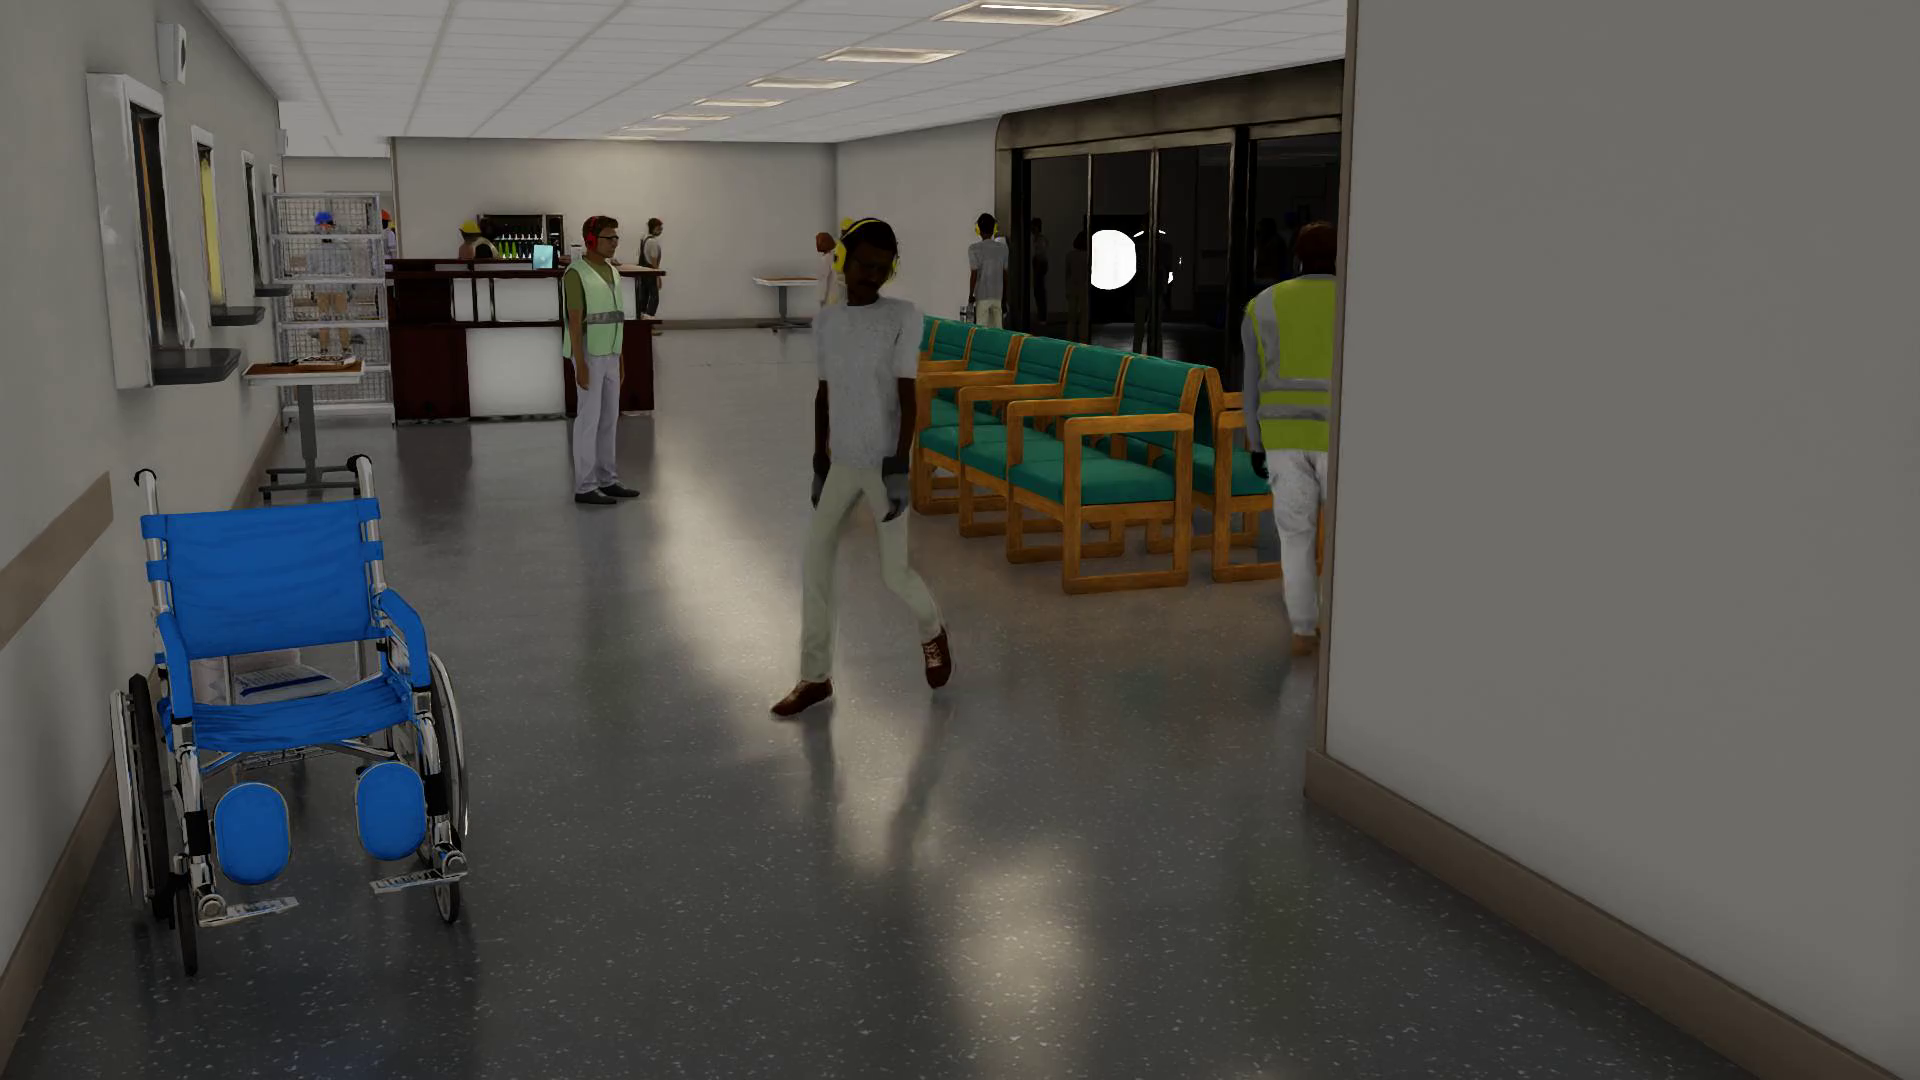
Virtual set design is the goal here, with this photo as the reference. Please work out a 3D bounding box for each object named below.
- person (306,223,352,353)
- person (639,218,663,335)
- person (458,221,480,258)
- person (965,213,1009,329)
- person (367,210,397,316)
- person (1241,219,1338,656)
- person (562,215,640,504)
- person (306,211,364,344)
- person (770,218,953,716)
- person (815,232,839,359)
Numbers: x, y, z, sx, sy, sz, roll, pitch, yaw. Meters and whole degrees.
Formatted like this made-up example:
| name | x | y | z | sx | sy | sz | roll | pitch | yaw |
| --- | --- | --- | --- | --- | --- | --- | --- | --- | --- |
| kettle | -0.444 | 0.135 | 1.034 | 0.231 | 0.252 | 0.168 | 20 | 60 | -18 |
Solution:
| name | x | y | z | sx | sy | sz | roll | pitch | yaw |
| --- | --- | --- | --- | --- | --- | --- | --- | --- | --- |
| person | -8.460 | -3.379 | 22.351 | 0.565 | 1.744 | 0.356 | -4 | 12 | -18 |
| person | -4.825 | -4.069 | 25.750 | 0.375 | 1.810 | 0.712 | -7 | 13 | -30 |
| person | -6.591 | -3.412 | 22.464 | 0.320 | 1.767 | 0.534 | -7 | 13 | -33 |
| person | 0.287 | -2.549 | 17.787 | 0.513 | 1.863 | 0.329 | -6 | 13 | -30 |
| person | -9.965 | -4.736 | 28.818 | 0.551 | 1.932 | 0.377 | 3 | 11 | 15 |
| person | 1.471 | -0.405 | 6.888 | 0.636 | 1.824 | 0.446 | 4 | 12 | 20 |
| person | -2.341 | -1.153 | 10.699 | 0.389 | 1.837 | 0.562 | 4 | 12 | 18 |
| person | -9.081 | -3.766 | 23.949 | 1.000 | 1.878 | 0.634 | 2 | 11 | 8 |
| person | -0.345 | -0.280 | 6.208 | 0.559 | 1.842 | 0.666 | 7 | 13 | 30 |
| person | -1.699 | -3.120 | 21.326 | 0.290 | 1.626 | 0.506 | 2 | 11 | 11 |
